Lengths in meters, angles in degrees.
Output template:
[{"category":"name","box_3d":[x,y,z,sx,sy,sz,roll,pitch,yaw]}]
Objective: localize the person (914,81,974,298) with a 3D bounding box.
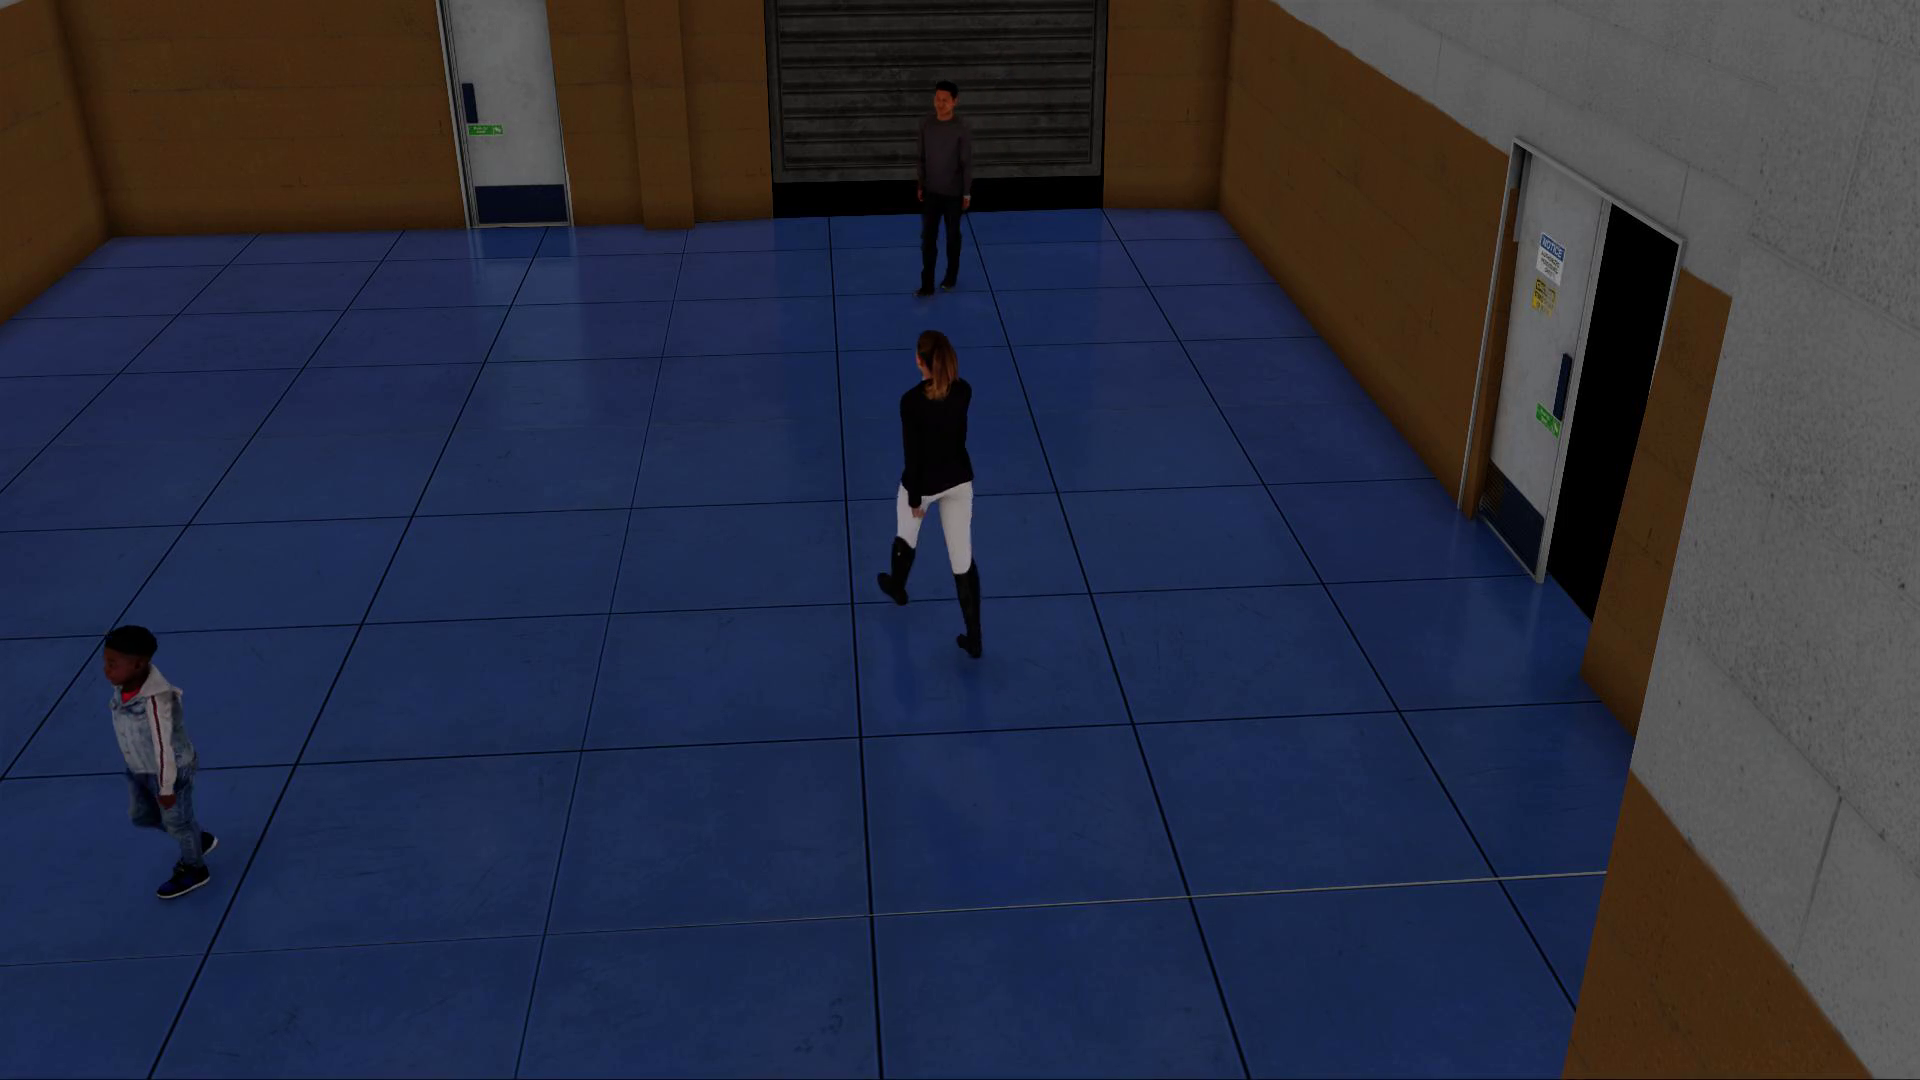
[{"category":"person","box_3d":[-0.090,-2.904,13.720,0.988,1.746,0.980,-10,29,-19]}]

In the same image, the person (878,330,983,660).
[{"category":"person","box_3d":[-0.064,-0.192,8.434,1.197,1.674,0.914,-12,29,-23]}]

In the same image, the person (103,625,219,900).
[{"category":"person","box_3d":[-3.225,0.876,6.808,0.599,1.256,0.659,21,34,36]}]
